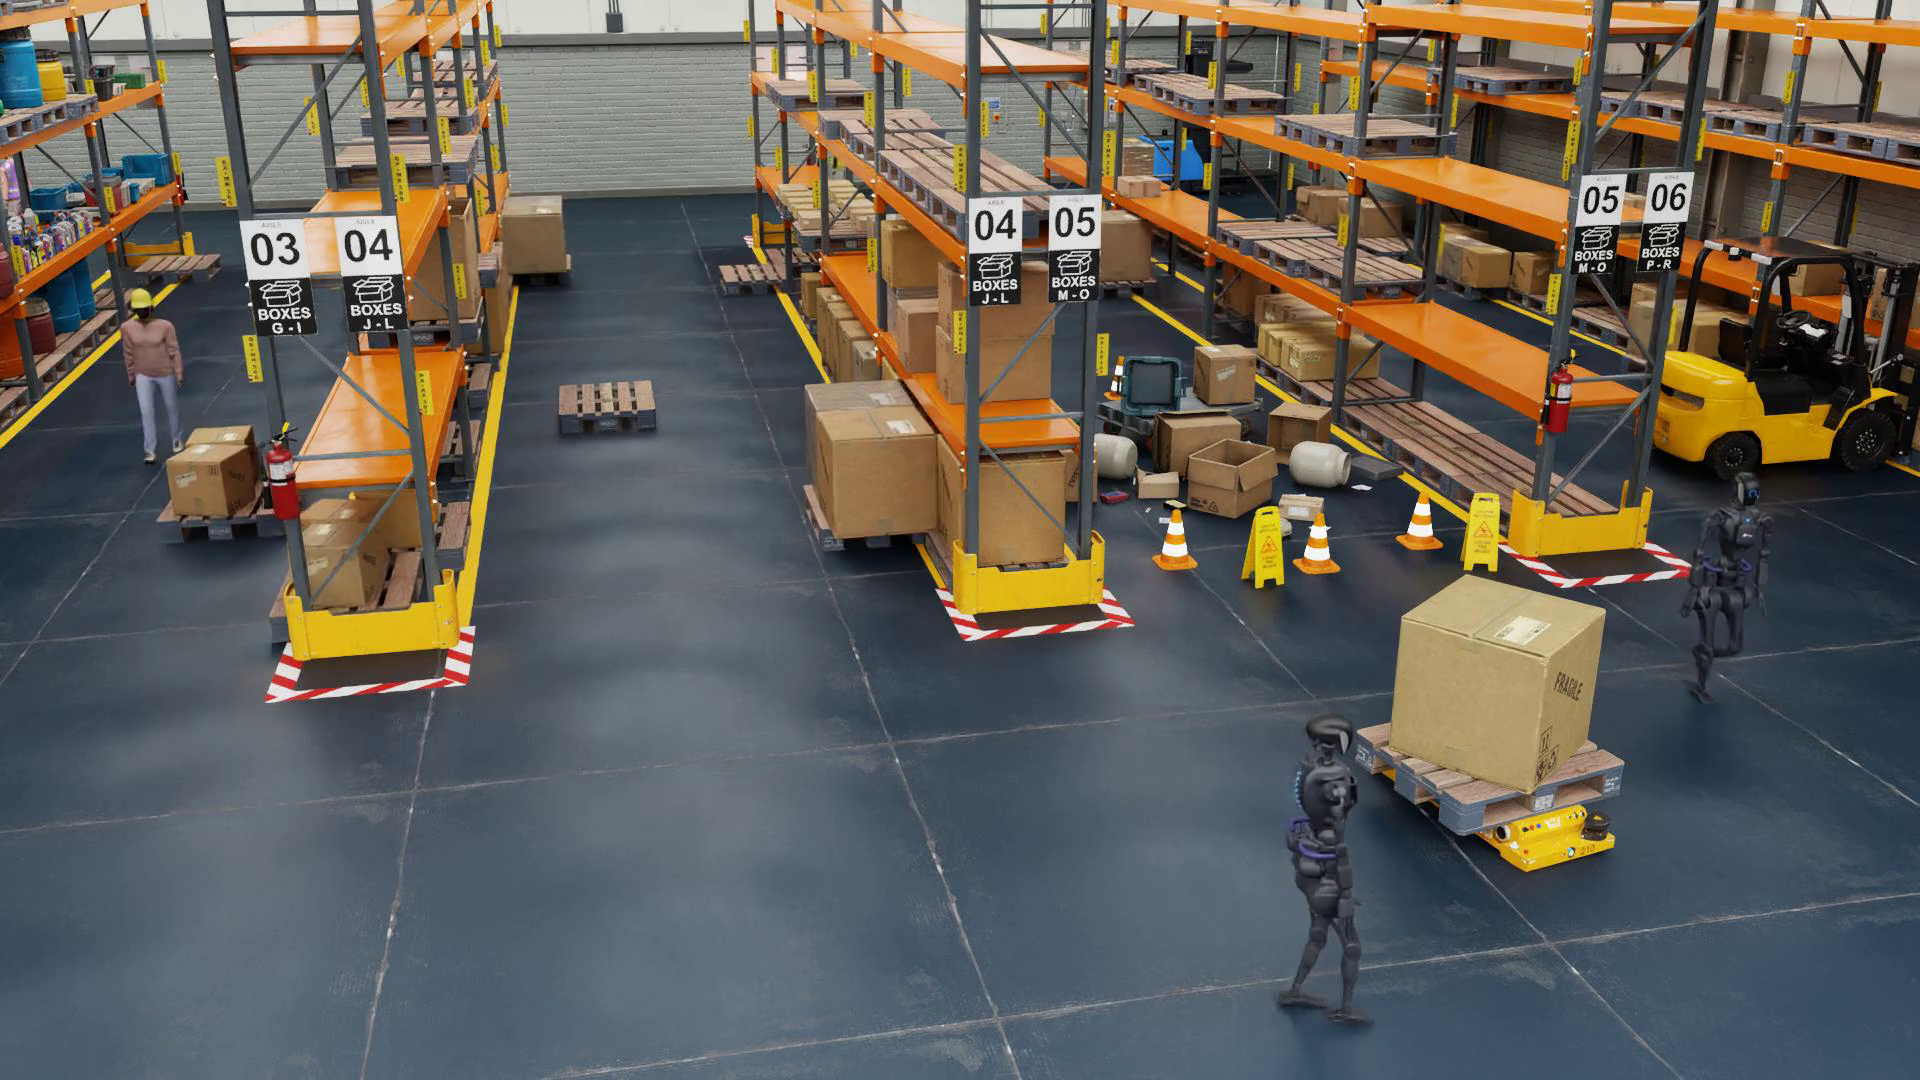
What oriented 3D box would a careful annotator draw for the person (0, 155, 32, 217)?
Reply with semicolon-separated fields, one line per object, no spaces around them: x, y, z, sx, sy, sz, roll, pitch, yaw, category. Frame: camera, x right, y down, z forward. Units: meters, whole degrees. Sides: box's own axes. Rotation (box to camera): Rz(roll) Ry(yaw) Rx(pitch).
-15.366;-5.565;27.152;0.347;1.688;0.489;11;23;28;person

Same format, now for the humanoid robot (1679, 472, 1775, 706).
5.192;0.298;11.382;0.589;1.640;0.466;-3;21;-8;humanoid robot

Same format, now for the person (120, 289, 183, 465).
-7.979;-1.622;16.472;0.540;1.726;0.897;-5;21;-14;person

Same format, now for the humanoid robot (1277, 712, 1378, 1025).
1.808;1.555;8.007;0.479;1.654;0.602;-1;20;-4;humanoid robot

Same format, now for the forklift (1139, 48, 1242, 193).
4.566;-8.313;32.860;1.873;2.768;1.129;-4;21;-12;forklift

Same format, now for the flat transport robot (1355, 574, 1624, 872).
3.179;1.533;10.075;0.659;0.231;1.431;-9;22;-23;flat transport robot

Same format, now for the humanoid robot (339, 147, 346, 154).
-9.994;-5.623;27.364;0.748;1.622;0.610;5;21;14;humanoid robot

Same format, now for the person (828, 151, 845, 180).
-2.309;-6.911;30.762;0.364;1.684;0.550;-2;20;-5;person

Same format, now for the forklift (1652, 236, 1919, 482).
8.013;-1.814;16.330;2.313;2.155;1.214;-4;21;-12;forklift
